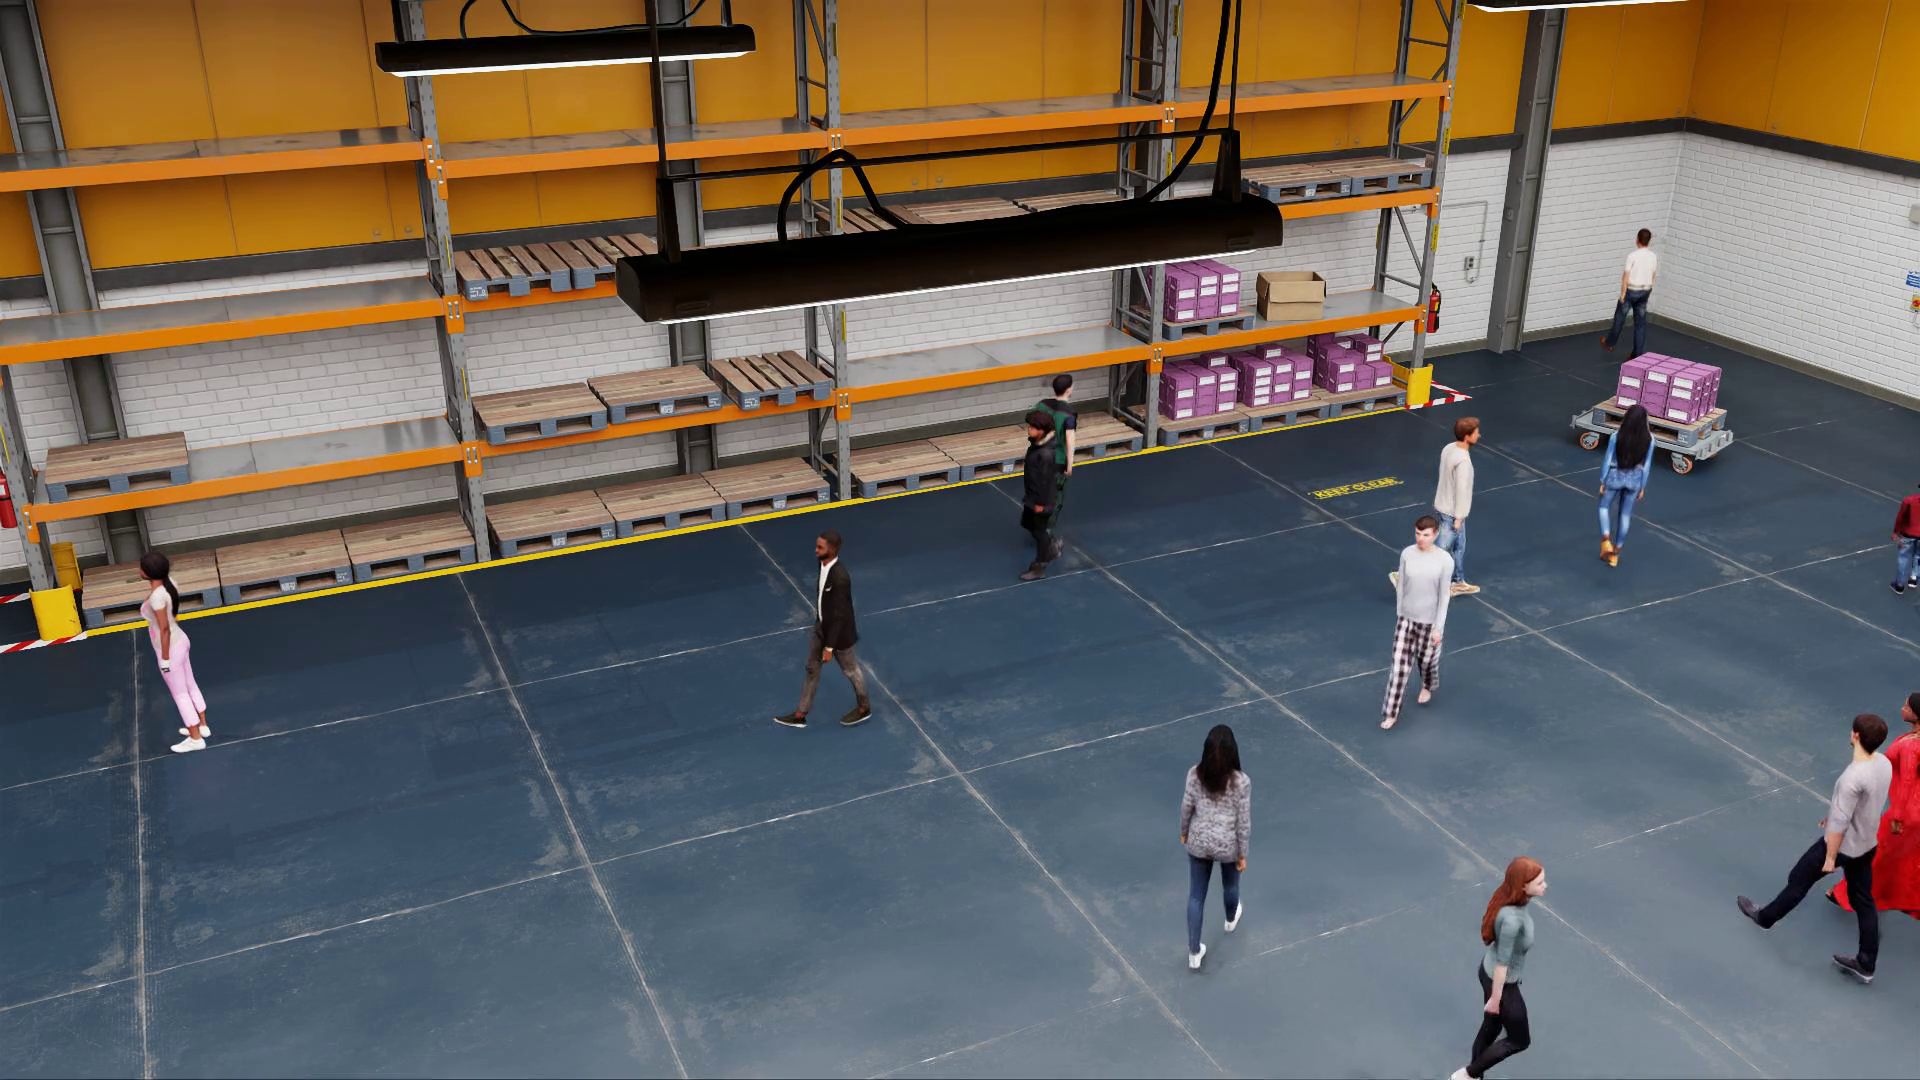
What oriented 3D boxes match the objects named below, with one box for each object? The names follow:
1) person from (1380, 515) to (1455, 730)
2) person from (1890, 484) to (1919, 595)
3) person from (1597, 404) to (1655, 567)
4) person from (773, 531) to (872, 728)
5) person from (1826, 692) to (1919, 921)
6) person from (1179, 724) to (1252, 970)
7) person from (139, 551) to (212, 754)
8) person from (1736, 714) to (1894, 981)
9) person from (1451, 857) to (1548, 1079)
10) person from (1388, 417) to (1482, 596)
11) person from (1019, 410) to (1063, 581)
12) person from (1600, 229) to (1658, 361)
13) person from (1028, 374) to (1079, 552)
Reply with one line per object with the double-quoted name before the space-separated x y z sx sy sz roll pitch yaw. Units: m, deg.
"person" 3.912 0.646 13.963 1.042 1.799 1.222 14 27 28
"person" 9.342 -0.045 16.234 0.562 1.247 0.642 4 24 9
"person" 6.684 -0.513 16.730 0.803 1.707 0.861 7 25 15
"person" -0.949 0.758 13.747 1.061 1.768 0.691 -12 26 -26
"person" 6.473 1.876 11.204 0.944 1.757 1.111 21 31 40
"person" 1.641 2.034 10.908 1.014 1.704 1.086 10 25 21
"person" -6.377 0.891 13.473 0.594 1.742 0.635 -4 24 -9
"person" 5.864 2.032 10.803 1.134 1.792 0.833 -14 27 -30
"person" 3.064 2.561 9.664 0.773 1.733 0.715 7 25 15
"person" 4.634 -0.272 15.976 1.279 1.869 0.978 0 24 -1
"person" 0.864 -0.451 16.512 0.759 1.768 0.675 -7 24 -15
"person" 9.442 -3.364 23.106 1.118 1.823 0.969 -3 24 -7
"person" 0.929 -0.786 17.140 0.760 1.879 0.768 -18 29 -35
